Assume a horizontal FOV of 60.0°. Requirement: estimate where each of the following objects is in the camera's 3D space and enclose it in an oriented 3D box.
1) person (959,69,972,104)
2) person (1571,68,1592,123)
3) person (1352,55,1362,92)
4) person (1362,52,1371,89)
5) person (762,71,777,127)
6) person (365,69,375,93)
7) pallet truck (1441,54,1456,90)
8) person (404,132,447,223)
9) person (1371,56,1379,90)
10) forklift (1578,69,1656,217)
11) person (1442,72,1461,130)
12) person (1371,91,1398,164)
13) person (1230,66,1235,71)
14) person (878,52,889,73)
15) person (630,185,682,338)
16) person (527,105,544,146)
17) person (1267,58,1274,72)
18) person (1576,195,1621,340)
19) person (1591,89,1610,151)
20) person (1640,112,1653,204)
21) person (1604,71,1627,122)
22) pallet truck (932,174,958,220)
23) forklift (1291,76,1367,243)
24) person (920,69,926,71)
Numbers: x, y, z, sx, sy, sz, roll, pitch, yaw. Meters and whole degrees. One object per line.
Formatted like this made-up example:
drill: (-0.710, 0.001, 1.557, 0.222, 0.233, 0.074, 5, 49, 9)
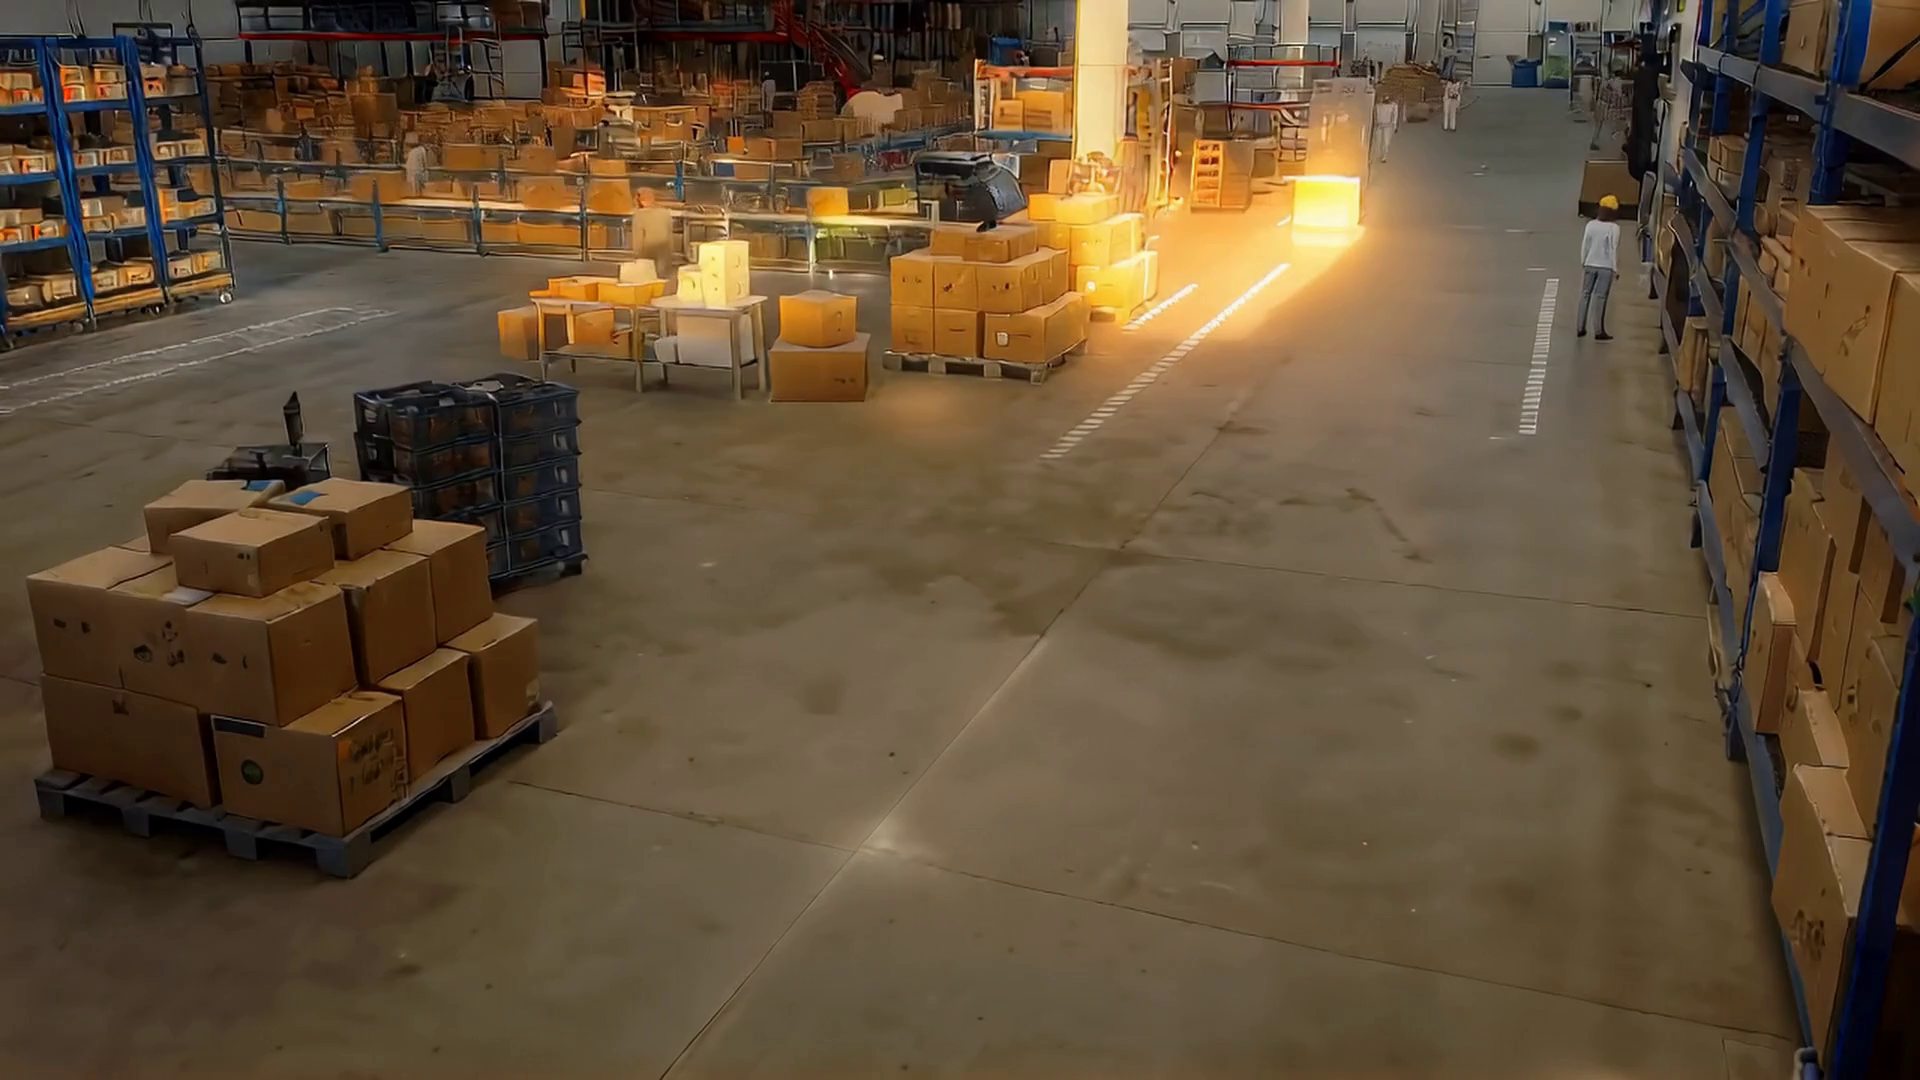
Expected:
person: (0.206, -15.556, 58.541, 0.618, 1.948, 0.671, -9, 20, -25)
person: (22.582, -16.122, 60.368, 0.651, 1.915, 0.719, -13, 22, -35)
person: (18.749, -21.890, 78.491, 0.535, 1.921, 0.651, -8, 19, -22)
person: (21.243, -24.592, 87.043, 0.344, 1.882, 0.584, 14, 22, 36)
person: (-6.645, -15.388, 58.093, 0.577, 1.907, 0.644, -15, 23, -40)
person: (-22.919, -17.402, 64.681, 0.308, 1.743, 0.493, -11, 21, -31)
pallet truck: (22.765, -21.886, 78.355, 0.823, 1.965, 1.885, -4, 18, -14)
person: (-10.070, -6.707, 31.027, 0.839, 1.787, 0.622, -4, 18, -14)
person: (19.489, -21.732, 78.067, 0.366, 1.882, 0.597, -2, 18, -8)
forklift: (13.219, -7.740, 32.475, 1.873, 2.768, 1.129, 6, 19, 18)
person: (16.805, -15.012, 56.911, 0.610, 1.907, 0.418, -5, 18, -17)
person: (11.273, -10.968, 44.260, 0.675, 1.859, 0.981, 8, 19, 24)
person: (10.214, -16.811, 62.462, 0.607, 1.966, 0.367, -2, 18, -7)
person: (-3.816, -23.279, 82.832, 0.545, 1.938, 0.361, -5, 18, -16)
person: (-3.779, -3.425, 20.518, 0.582, 1.890, 0.663, 14, 22, 36)
person: (-10.797, -10.247, 42.394, 0.494, 1.624, 0.279, 7, 19, 21)
person: (14.438, -21.525, 77.327, 0.471, 1.929, 0.636, -5, 18, -14)
person: (7.906, -3.360, 20.521, 0.315, 1.767, 0.535, -11, 21, -32)
person: (18.618, -12.201, 48.317, 0.339, 1.757, 0.518, 2, 18, 7)
person: (14.208, -7.841, 34.275, 0.706, 1.971, 0.632, -3, 18, -9)
person: (24.146, -16.311, 61.142, 0.554, 1.810, 0.994, -7, 19, -22)
pallet truck: (-0.507, -5.292, 27.348, 0.653, 1.274, 1.630, 6, 19, 19)
forklift: (6.598, -6.755, 29.381, 1.129, 2.768, 1.873, 6, 19, 19)
person: (-1.344, -17.032, 63.400, 0.457, 1.814, 0.586, 10, 20, 28)
